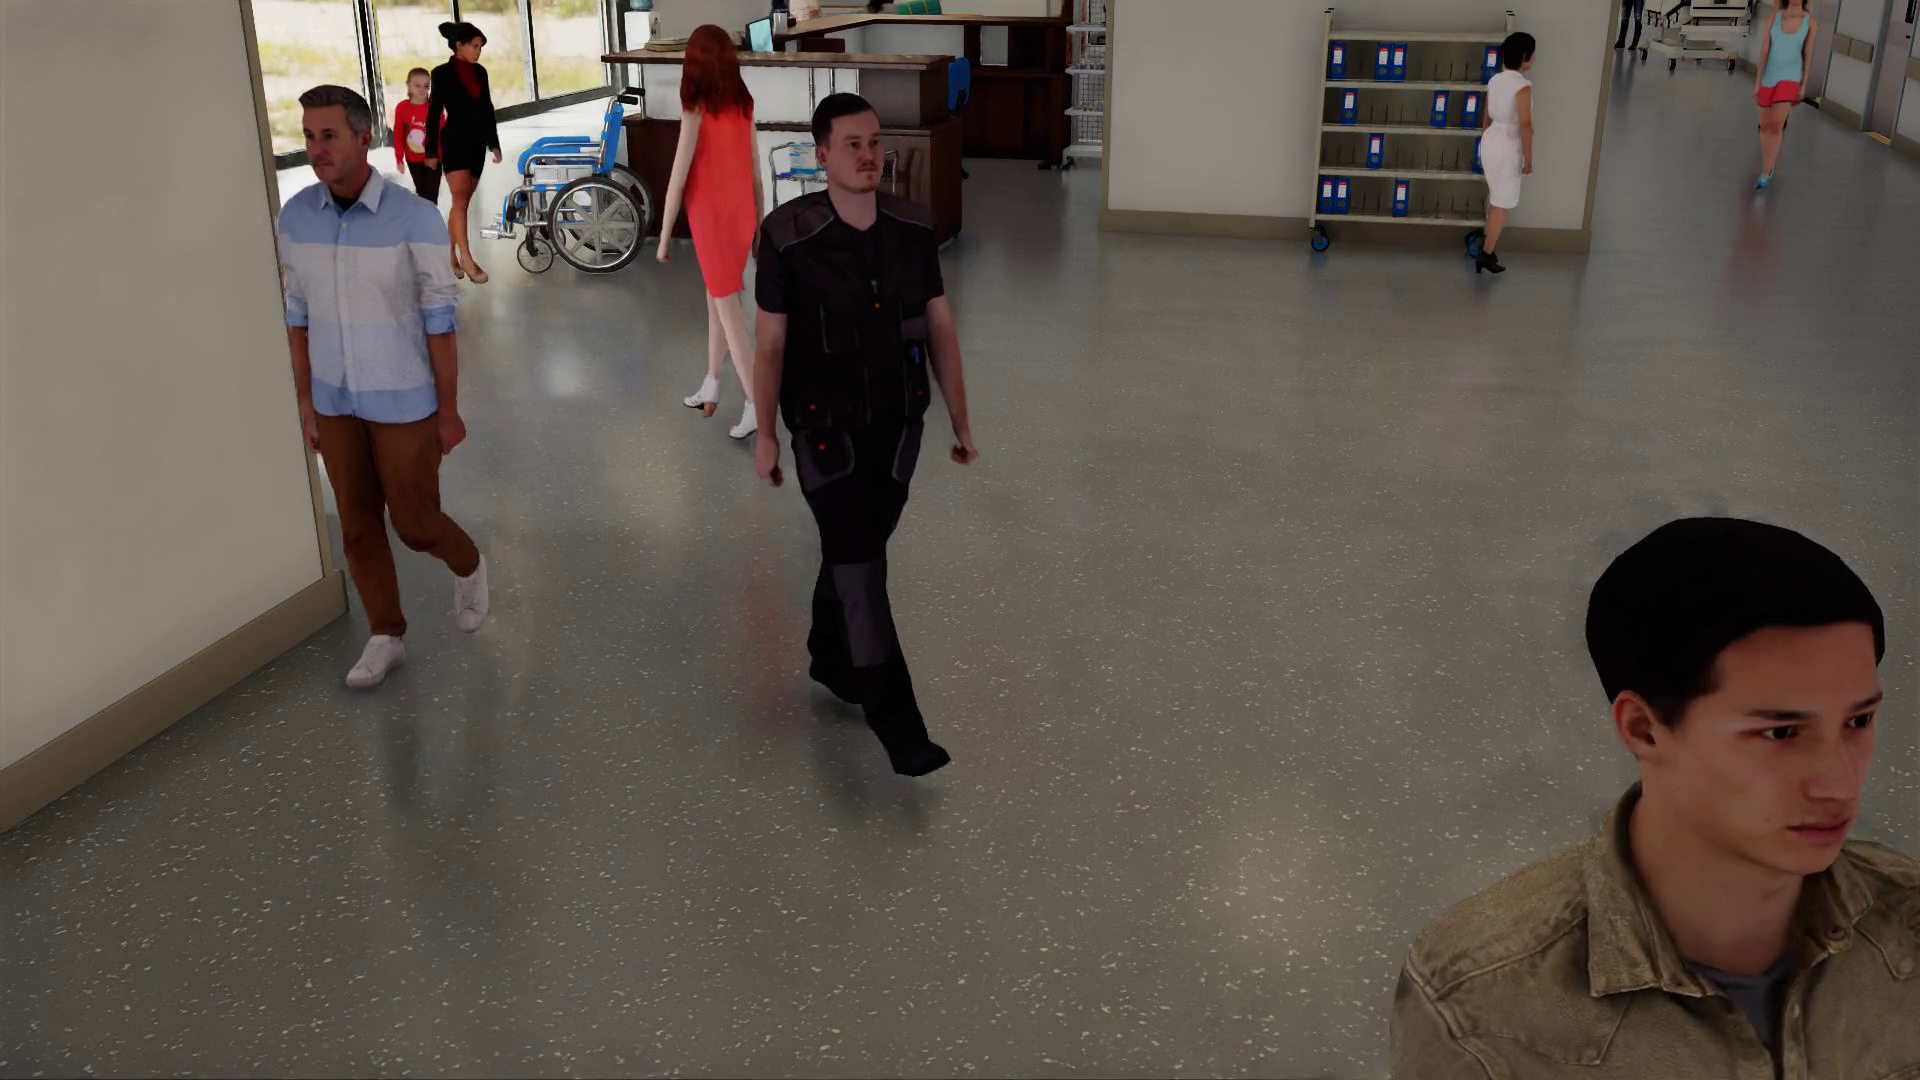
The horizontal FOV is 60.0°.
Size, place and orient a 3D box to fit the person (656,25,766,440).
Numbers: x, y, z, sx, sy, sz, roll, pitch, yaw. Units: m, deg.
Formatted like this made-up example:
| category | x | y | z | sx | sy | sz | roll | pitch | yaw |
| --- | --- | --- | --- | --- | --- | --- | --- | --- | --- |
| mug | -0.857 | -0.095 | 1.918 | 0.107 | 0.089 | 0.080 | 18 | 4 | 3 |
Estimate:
| category | x | y | z | sx | sy | sz | roll | pitch | yaw |
| --- | --- | --- | --- | --- | --- | --- | --- | --- | --- |
| person | -0.975 | -1.303 | 7.321 | 0.947 | 1.805 | 0.764 | 13 | 24 | 30 |

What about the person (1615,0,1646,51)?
| category | x | y | z | sx | sy | sz | roll | pitch | yaw |
| --- | --- | --- | --- | --- | --- | --- | --- | --- | --- |
| person | 11.706 | -9.497 | 28.819 | 0.841 | 1.901 | 0.737 | -16 | 26 | -36 |

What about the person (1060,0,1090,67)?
| category | x | y | z | sx | sy | sz | roll | pitch | yaw |
| --- | --- | --- | --- | --- | --- | --- | --- | --- | --- |
| person | 1.414 | -6.471 | 21.334 | 0.790 | 1.545 | 0.692 | 10 | 23 | 25 |

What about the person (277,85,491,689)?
| category | x | y | z | sx | sy | sz | roll | pitch | yaw |
| --- | --- | --- | --- | --- | --- | --- | --- | --- | --- |
| person | -1.742 | -0.460 | 5.089 | 0.756 | 1.811 | 0.768 | 4 | 21 | 11 |

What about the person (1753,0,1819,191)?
| category | x | y | z | sx | sy | sz | roll | pitch | yaw |
| --- | --- | --- | --- | --- | --- | --- | --- | --- | --- |
| person | 7.026 | -3.892 | 14.267 | 1.192 | 1.726 | 0.878 | 12 | 24 | 30 |

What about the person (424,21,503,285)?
| category | x | y | z | sx | sy | sz | roll | pitch | yaw |
| --- | --- | --- | --- | --- | --- | --- | --- | --- | --- |
| person | -3.219 | -2.453 | 10.637 | 0.939 | 1.607 | 0.785 | 17 | 27 | 38 |

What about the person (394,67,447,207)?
| category | x | y | z | sx | sy | sz | roll | pitch | yaw |
| --- | --- | --- | --- | --- | --- | --- | --- | --- | --- |
| person | -3.750 | -2.656 | 11.675 | 0.898 | 1.251 | 0.794 | -3 | 21 | -7 |

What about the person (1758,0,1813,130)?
| category | x | y | z | sx | sy | sz | roll | pitch | yaw |
| --- | --- | --- | --- | --- | --- | --- | --- | --- | --- |
| person | 9.032 | -5.414 | 18.217 | 0.672 | 1.775 | 0.780 | 1 | 21 | 3 |

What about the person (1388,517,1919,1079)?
| category | x | y | z | sx | sy | sz | roll | pitch | yaw |
| --- | --- | --- | --- | --- | --- | --- | --- | --- | --- |
| person | 0.598 | 0.833 | 1.611 | 0.937 | 1.856 | 0.966 | -4 | 21 | -11 |

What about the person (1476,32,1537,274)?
| category | x | y | z | sx | sy | sz | roll | pitch | yaw |
| --- | --- | --- | --- | --- | --- | --- | --- | --- | --- |
| person | 3.492 | -2.508 | 10.874 | 0.741 | 1.543 | 0.696 | -8 | 22 | -19 |

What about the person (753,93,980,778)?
| category | x | y | z | sx | sy | sz | roll | pitch | yaw |
| --- | --- | --- | --- | --- | --- | --- | --- | --- | --- |
| person | -0.327 | -0.297 | 4.678 | 1.200 | 1.796 | 1.280 | -13 | 24 | -31 |

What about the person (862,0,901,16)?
| category | x | y | z | sx | sy | sz | roll | pitch | yaw |
| --- | --- | --- | --- | --- | --- | --- | --- | --- | --- |
| person | -0.903 | -5.307 | 18.193 | 0.629 | 1.592 | 0.737 | 9 | 22 | 22 |
